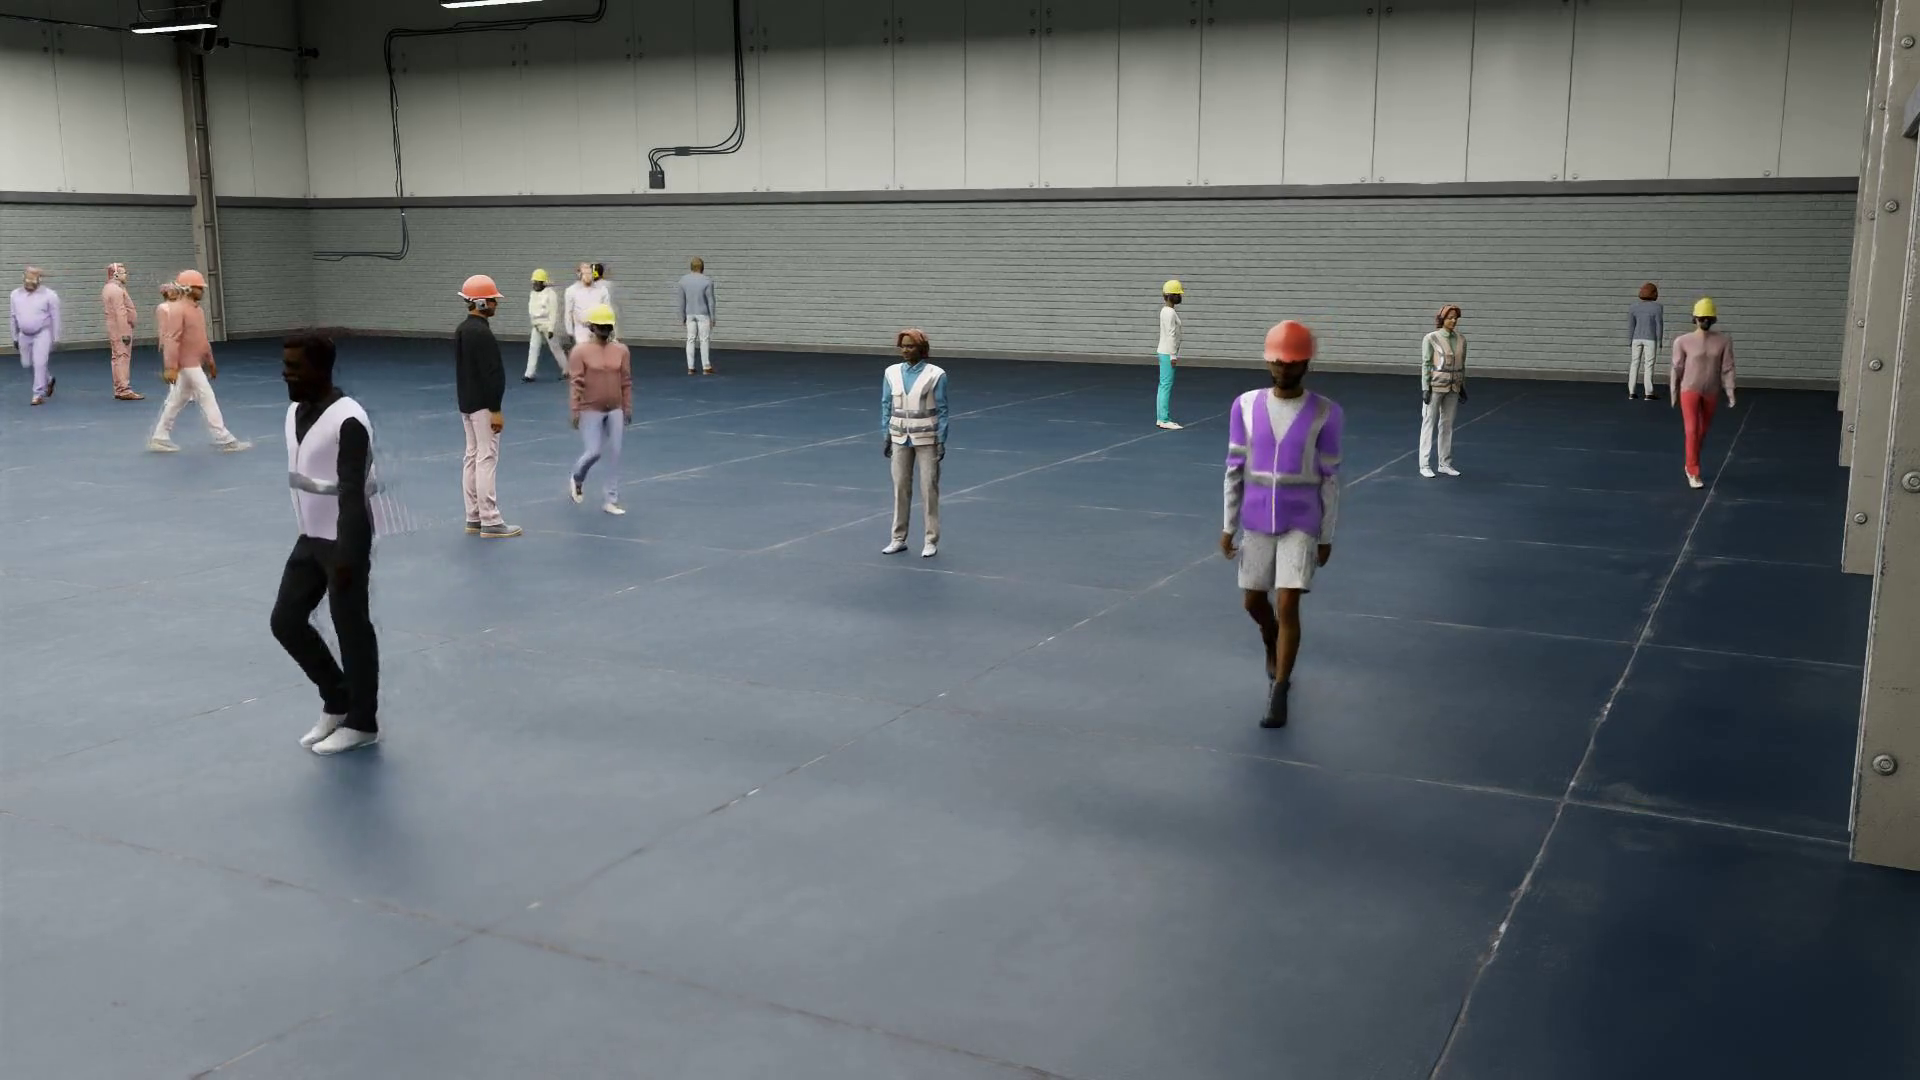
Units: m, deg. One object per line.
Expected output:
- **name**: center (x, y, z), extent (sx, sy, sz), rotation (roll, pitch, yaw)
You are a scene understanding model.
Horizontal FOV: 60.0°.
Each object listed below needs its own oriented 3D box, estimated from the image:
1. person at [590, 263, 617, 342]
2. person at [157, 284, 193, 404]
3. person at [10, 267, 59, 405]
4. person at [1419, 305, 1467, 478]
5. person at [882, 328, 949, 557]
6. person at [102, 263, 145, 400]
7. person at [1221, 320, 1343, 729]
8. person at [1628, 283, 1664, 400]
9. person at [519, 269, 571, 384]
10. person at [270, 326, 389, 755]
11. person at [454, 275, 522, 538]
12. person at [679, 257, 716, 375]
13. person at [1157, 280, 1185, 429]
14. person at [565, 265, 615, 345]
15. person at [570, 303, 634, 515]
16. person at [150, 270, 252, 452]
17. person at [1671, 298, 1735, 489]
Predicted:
- **person**: center (-5.864, -3.588, 27.166), extent (0.837, 1.825, 0.556), rotation (6, 12, 30)
- **person**: center (-10.766, -2.685, 22.787), extent (0.307, 1.636, 0.525), rotation (3, 11, 18)
- **person**: center (-12.615, -2.799, 22.782), extent (0.644, 1.874, 0.718), rotation (0, 10, -1)
- **person**: center (4.612, -1.420, 15.877), extent (0.513, 1.641, 0.309), rotation (-5, 11, -24)
- **person**: center (-0.320, -0.696, 11.938), extent (0.514, 1.638, 0.315), rotation (5, 11, 24)
- **person**: center (-11.740, -2.915, 23.307), extent (0.410, 1.909, 0.643), rotation (-8, 13, -37)
- **person**: center (1.565, -0.108, 8.016), extent (0.548, 1.912, 0.789), rotation (5, 12, 26)
- **person**: center (9.594, -2.775, 23.282), extent (0.278, 1.634, 0.498), rotation (-9, 14, -40)
- **person**: center (-6.474, -3.343, 26.019), extent (0.610, 1.786, 0.946), rotation (8, 13, 36)
- **person**: center (-2.791, 0.017, 7.315), extent (0.626, 1.901, 0.496), rotation (9, 14, 41)
- **person**: center (-3.643, -1.019, 12.723), extent (0.379, 1.996, 0.609), rotation (-7, 13, -35)
- **person**: center (-4.328, -3.699, 27.498), extent (0.635, 1.936, 0.355), rotation (3, 11, 18)
- **person**: center (2.509, -2.205, 19.817), extent (0.310, 1.769, 0.525), rotation (0, 10, -1)
- **person**: center (-5.371, -3.059, 24.208), extent (0.658, 1.856, 0.972), rotation (-5, 12, -26)
- **person**: center (-2.983, -1.079, 13.744), extent (0.526, 1.749, 0.512), rotation (-8, 13, -37)
- **person**: center (-8.148, -1.882, 17.608), extent (1.044, 1.941, 0.625), rotation (-1, 10, -8)
- **person**: center (6.846, -1.372, 15.384), extent (0.523, 1.726, 0.898), rotation (1, 10, 5)
